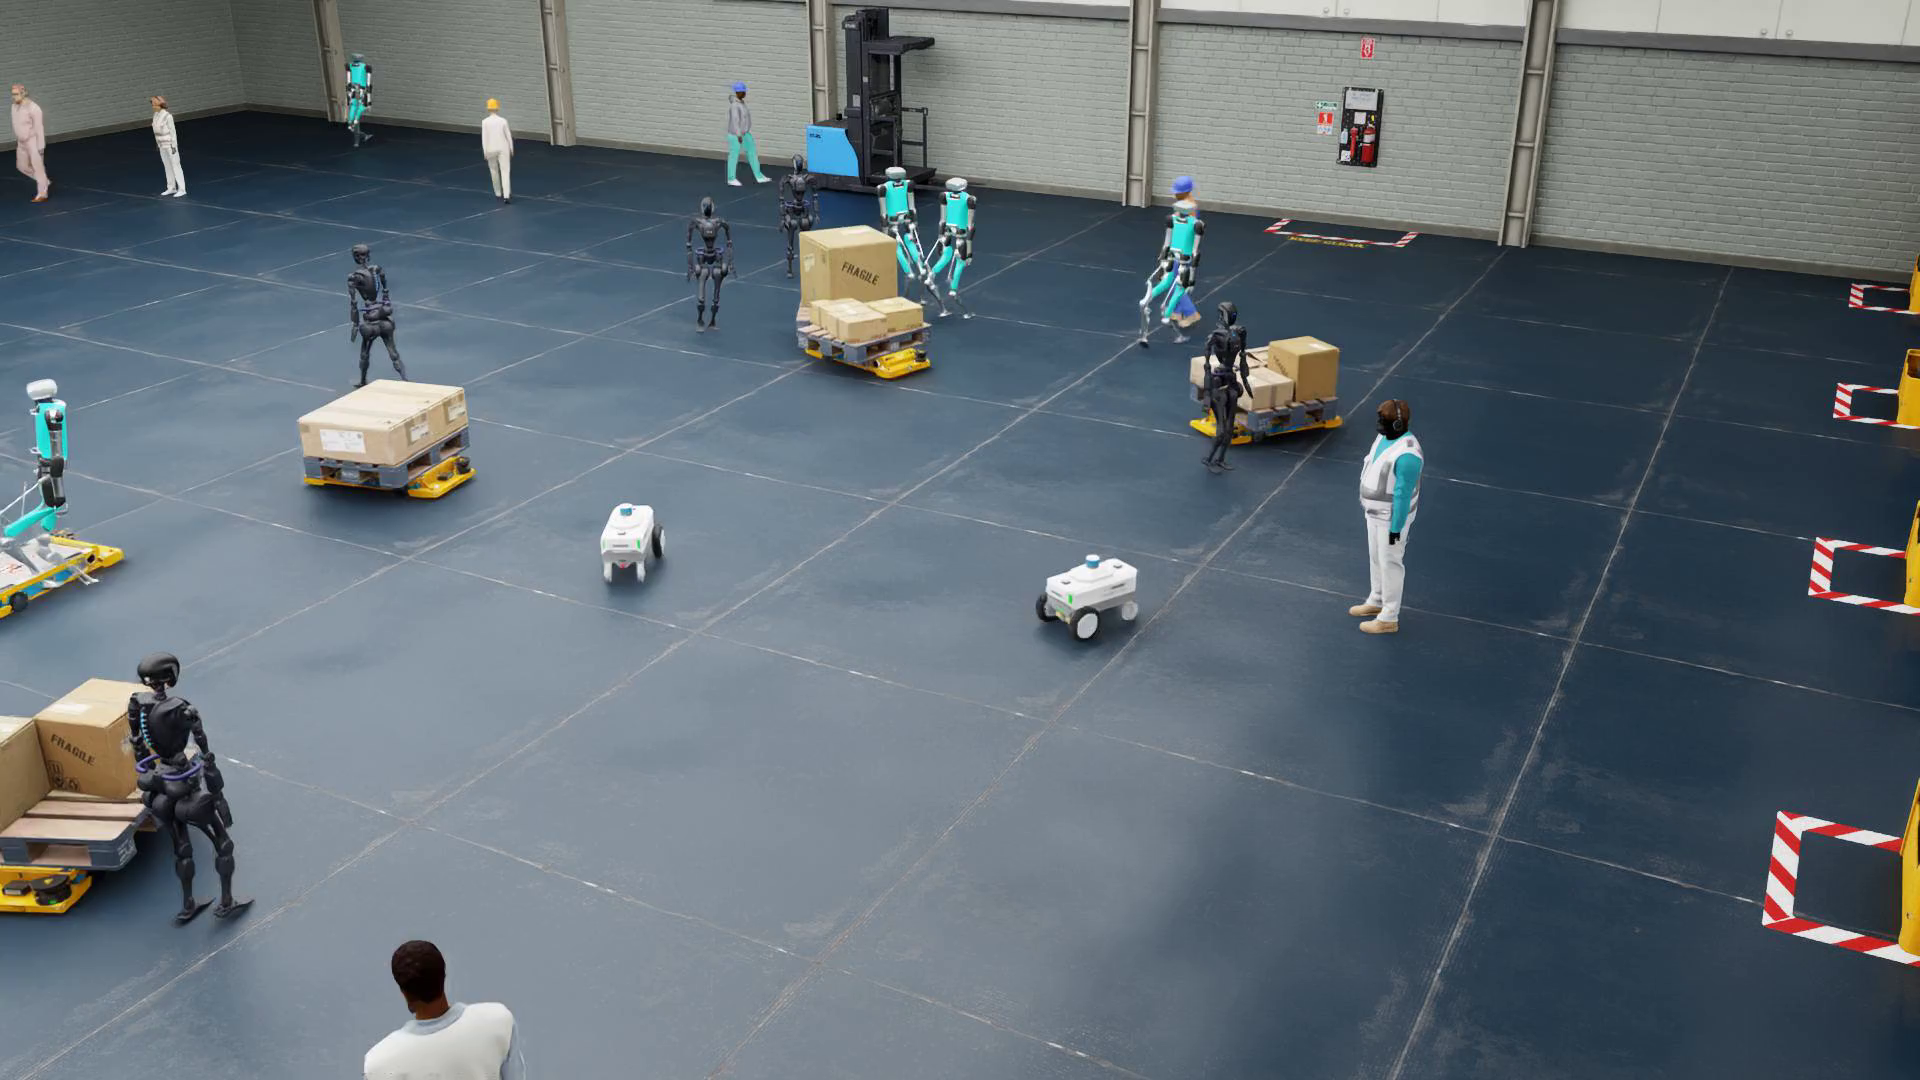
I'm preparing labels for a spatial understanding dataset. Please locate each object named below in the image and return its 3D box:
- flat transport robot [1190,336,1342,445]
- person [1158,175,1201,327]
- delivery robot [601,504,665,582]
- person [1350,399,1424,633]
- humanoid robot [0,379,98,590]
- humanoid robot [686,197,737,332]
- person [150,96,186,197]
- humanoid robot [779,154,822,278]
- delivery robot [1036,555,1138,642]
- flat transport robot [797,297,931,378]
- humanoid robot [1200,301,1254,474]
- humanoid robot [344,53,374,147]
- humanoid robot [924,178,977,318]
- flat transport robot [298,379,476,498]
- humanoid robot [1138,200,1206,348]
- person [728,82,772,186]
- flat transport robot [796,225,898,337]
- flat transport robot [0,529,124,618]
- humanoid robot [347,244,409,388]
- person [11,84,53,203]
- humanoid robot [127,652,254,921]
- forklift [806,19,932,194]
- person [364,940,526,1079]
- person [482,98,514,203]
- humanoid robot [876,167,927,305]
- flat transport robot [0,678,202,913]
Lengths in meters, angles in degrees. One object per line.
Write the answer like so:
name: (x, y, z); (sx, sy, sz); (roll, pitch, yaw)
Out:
flat transport robot: (3.125, -1.264, 17.104); (1.431, 0.231, 0.659); (-11, 26, -24)
person: (2.741, -3.536, 20.355); (0.580, 1.878, 0.541); (11, 26, 24)
delivery robot: (-2.757, -0.013, 13.856); (0.499, 0.614, 0.791); (-1, 23, -1)
person: (3.233, -0.189, 12.629); (0.431, 1.836, 0.616); (-3, 23, -6)
humanoid robot: (-7.344, -0.341, 13.142); (0.819, 1.801, 0.556); (-15, 28, -32)
humanoid robot: (-3.027, -3.343, 20.176); (0.610, 1.650, 0.313); (-6, 24, -13)
person: (-13.189, -6.548, 27.668); (0.510, 1.639, 0.306); (15, 27, 30)
humanoid robot: (-2.183, -4.411, 22.627); (0.599, 1.659, 0.315); (-9, 25, -20)
delivery robot: (1.010, 0.408, 12.844); (0.793, 0.590, 0.499); (-16, 28, -32)
flat transport robot: (-1.079, -2.156, 19.181); (1.431, 0.231, 0.659); (21, 31, 40)
humanoid robot: (2.522, -1.458, 15.775); (0.607, 1.652, 0.321); (-17, 28, -34)
humanoid robot: (-11.565, -8.371, 31.773); (0.531, 1.744, 0.922); (5, 24, 11)
humanoid robot: (-0.155, -3.527, 20.545); (0.531, 1.802, 0.818); (16, 28, 33)
flat transport robot: (-5.374, -0.655, 15.688); (1.431, 0.231, 0.659); (7, 24, 15)
humanoid robot: (2.371, -3.016, 19.371); (1.020, 1.770, 0.533); (-22, 31, -40)
person: (-3.644, -6.916, 28.392); (0.812, 1.743, 0.556); (8, 25, 19)
flat transport robot: (-1.316, -2.482, 19.941); (0.659, 0.231, 1.431); (-1, 23, -1)
flat transport robot: (-7.599, 0.295, 13.476); (0.659, 0.231, 1.431); (8, 25, 19)
humanoid robot: (-6.350, -2.400, 18.029); (0.772, 1.622, 0.589); (10, 25, 22)
person: (-15.207, -6.478, 27.182); (0.666, 1.892, 0.447); (11, 26, 24)
humanoid robot: (-4.304, 1.355, 9.221); (0.612, 1.656, 0.379); (9, 25, 20)
forklift: (-1.573, -7.292, 27.850); (1.873, 2.768, 1.129); (12, 26, 25)
person: (-1.938, 2.441, 6.506); (0.598, 1.836, 1.065); (-18, 29, -35)
person: (-7.575, -6.394, 27.288); (0.480, 1.658, 0.870); (-6, 24, -14)
humanoid robot: (-0.663, -3.785, 21.160); (0.537, 1.810, 0.795); (-14, 27, -30)
flat transport robot: (-5.365, 1.763, 10.058); (0.659, 0.231, 1.431); (1, 23, 3)
